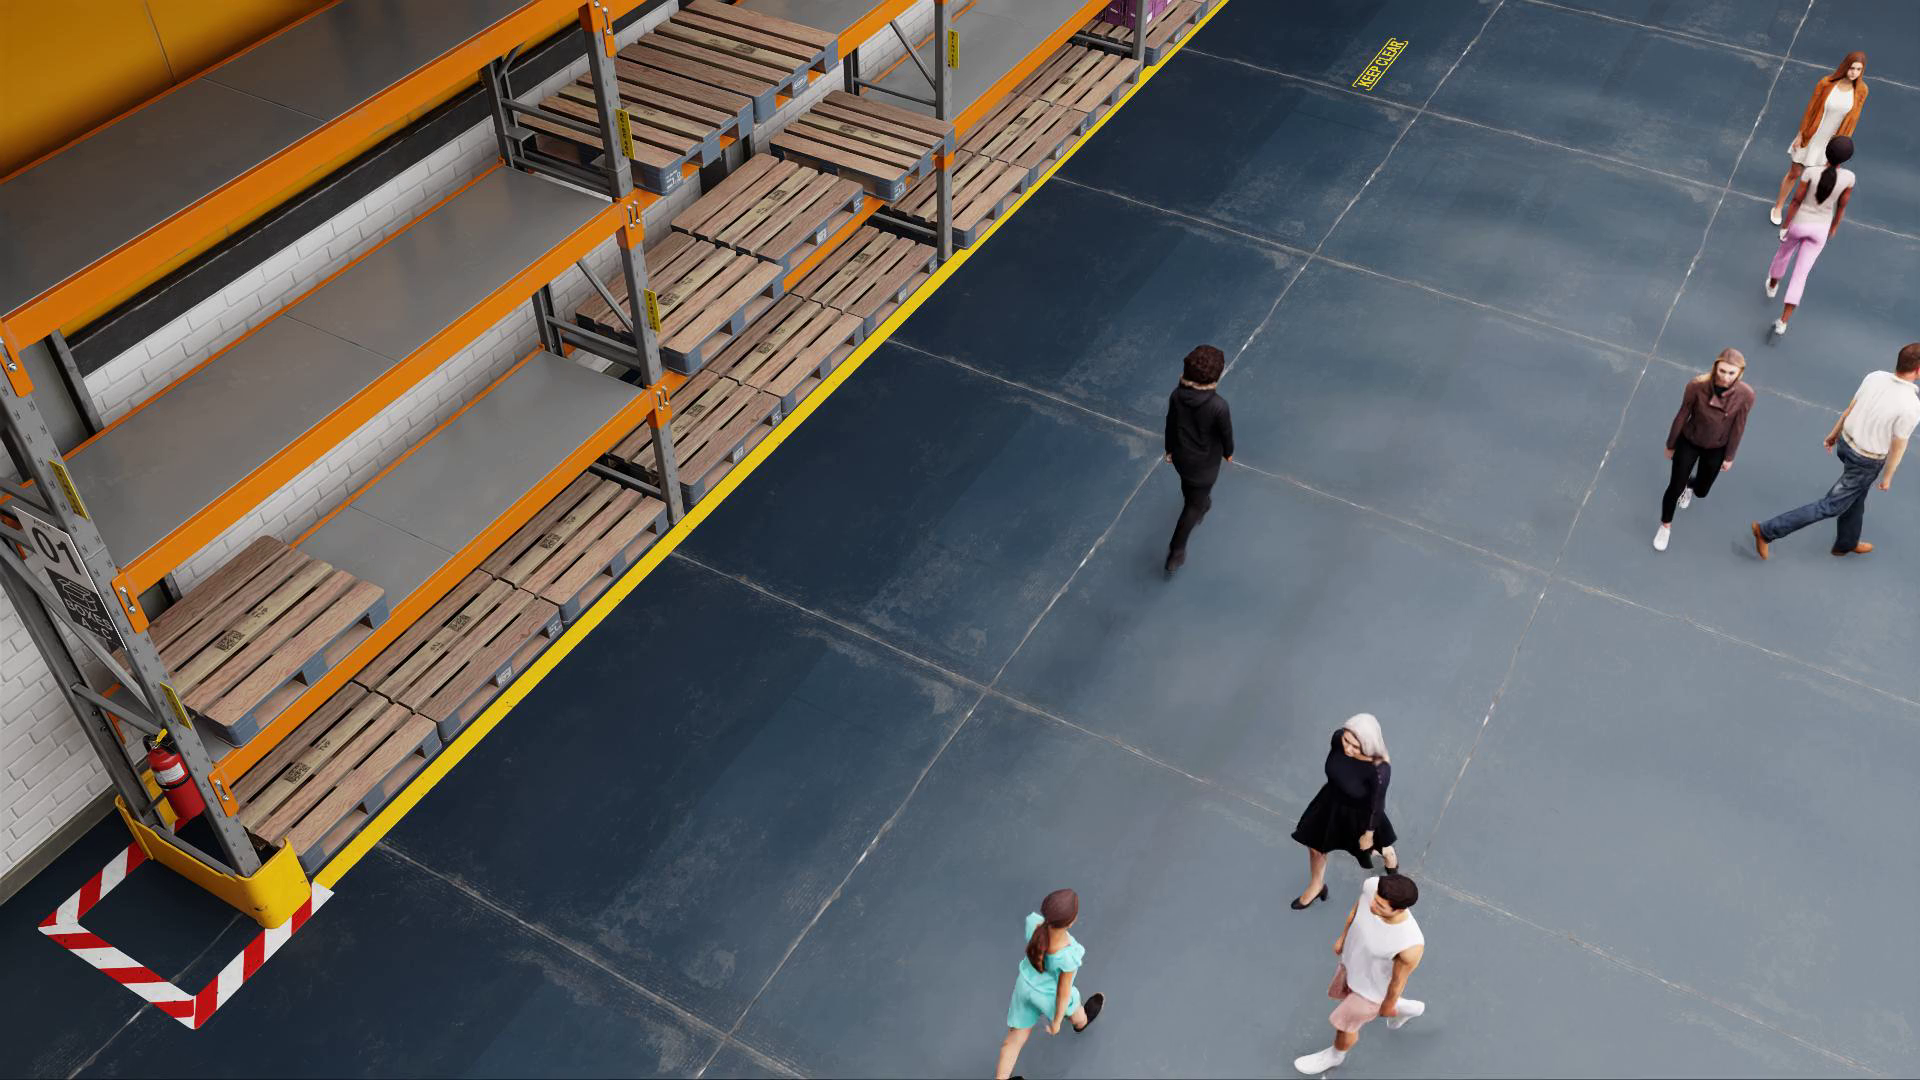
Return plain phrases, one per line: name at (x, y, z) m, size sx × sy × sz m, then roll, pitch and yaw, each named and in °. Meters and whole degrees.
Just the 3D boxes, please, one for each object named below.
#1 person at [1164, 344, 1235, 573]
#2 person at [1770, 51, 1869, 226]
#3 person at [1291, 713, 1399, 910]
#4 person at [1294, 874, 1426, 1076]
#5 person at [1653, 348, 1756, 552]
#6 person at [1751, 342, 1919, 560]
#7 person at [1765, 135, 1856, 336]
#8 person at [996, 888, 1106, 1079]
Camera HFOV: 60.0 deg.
person at (1.629, -0.544, 11.610) m, size 0.689 × 1.750 × 1.117 m, roll 27°, pitch 50°, yaw 25°
person at (7.679, -3.596, 14.837) m, size 0.644 × 1.718 × 0.622 m, roll 13°, pitch 45°, yaw 13°
person at (2.266, 1.535, 9.451) m, size 1.092 × 1.718 × 0.902 m, roll -27°, pitch 50°, yaw -25°
person at (2.223, 2.236, 8.681) m, size 1.075 × 1.767 × 1.031 m, roll -8°, pitch 44°, yaw -8°
person at (5.276, -0.701, 11.820) m, size 0.696 × 1.689 × 0.897 m, roll 15°, pitch 46°, yaw 15°
person at (6.165, -0.562, 11.590) m, size 1.197 × 1.805 × 1.232 m, roll -2°, pitch 44°, yaw -2°
person at (6.973, -2.485, 13.684) m, size 0.727 × 1.700 × 1.202 m, roll 15°, pitch 46°, yaw 15°
person at (0.387, 2.410, 8.686) m, size 0.712 × 1.507 × 1.173 m, roll 33°, pitch 53°, yaw 30°
